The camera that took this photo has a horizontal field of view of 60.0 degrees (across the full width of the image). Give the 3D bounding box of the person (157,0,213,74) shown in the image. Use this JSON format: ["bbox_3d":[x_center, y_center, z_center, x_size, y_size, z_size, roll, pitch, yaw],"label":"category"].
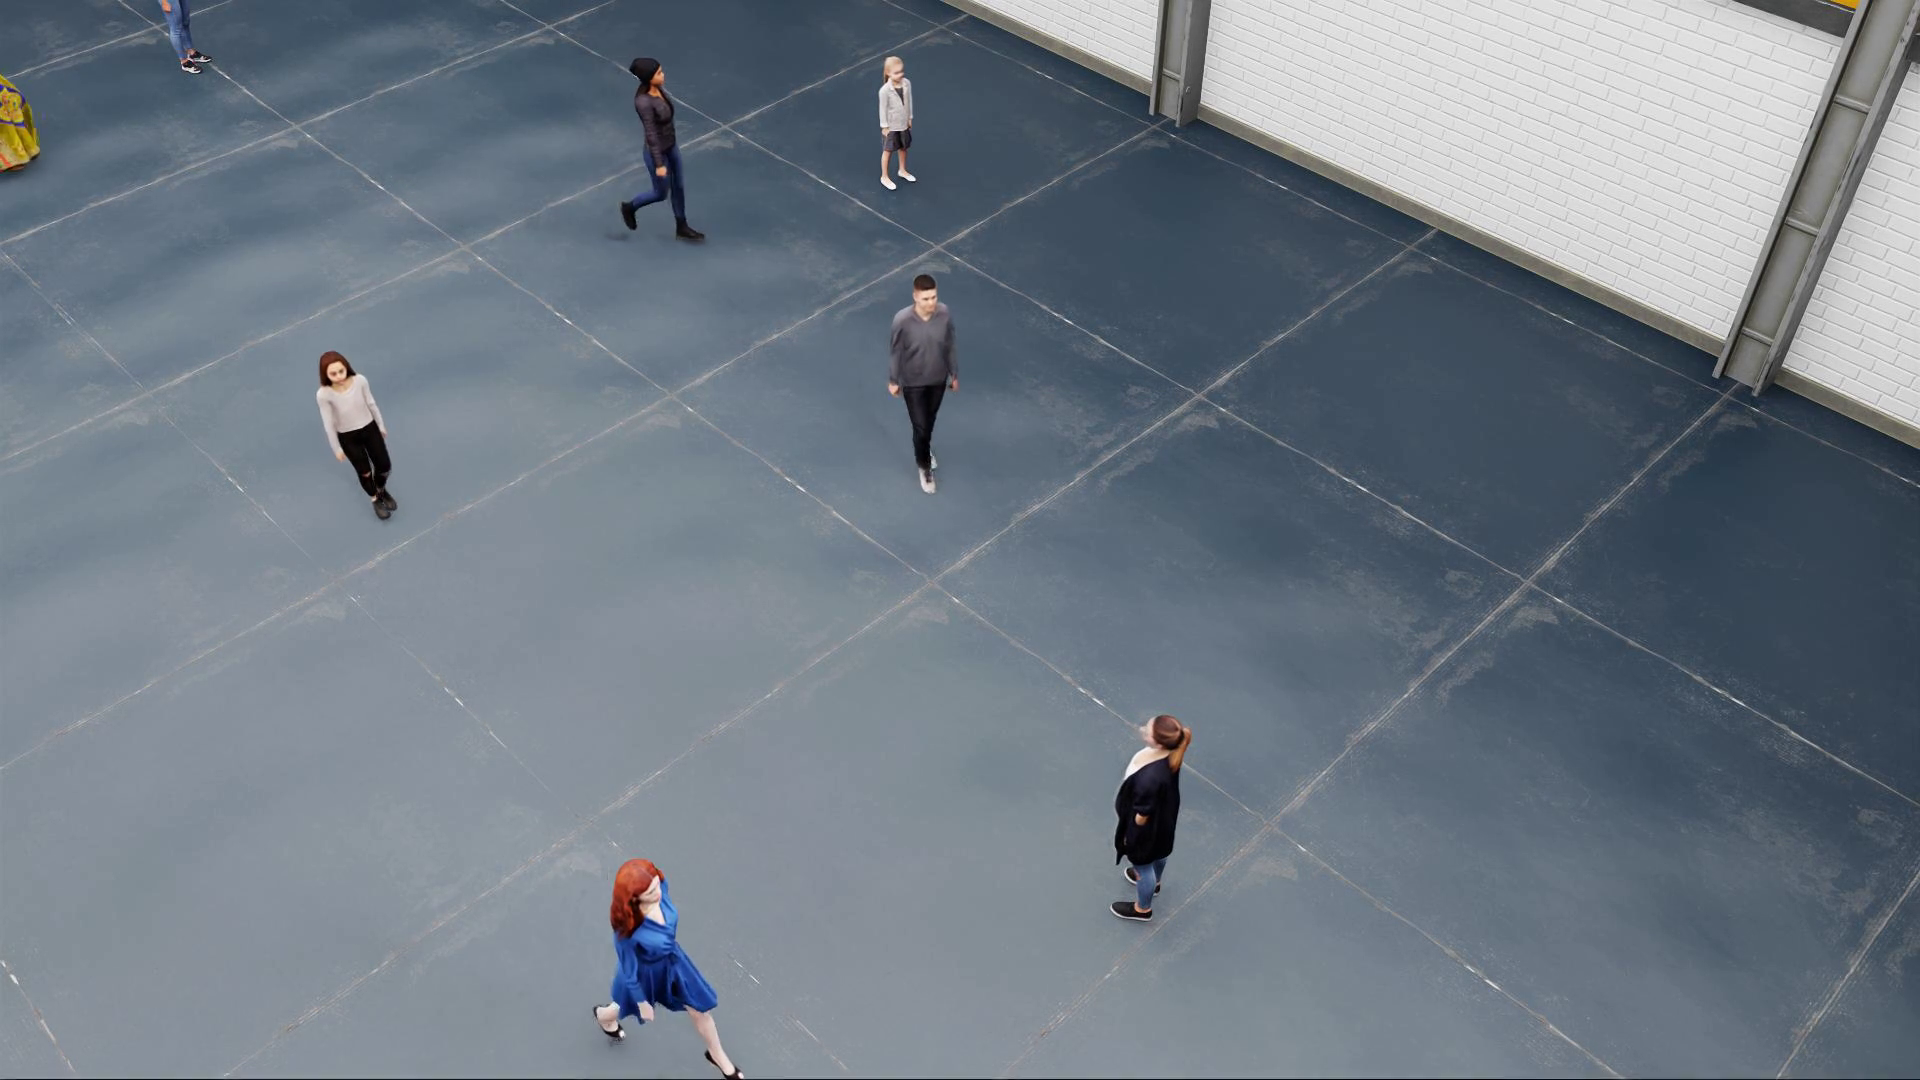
[{"bbox_3d":[-7.985,-5.541,16.790,0.766,1.617,0.716,4,44,4],"label":"person"}]

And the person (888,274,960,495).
[{"bbox_3d":[-0.295,-1.232,12.175,0.786,1.743,0.888,-19,47,-19],"label":"person"}]

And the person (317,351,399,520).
[{"bbox_3d":[-4.335,-0.788,11.904,0.586,1.475,0.543,-28,50,-26],"label":"person"}]

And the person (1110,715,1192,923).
[{"bbox_3d":[1.074,1.545,9.306,0.665,1.680,0.678,18,47,18],"label":"person"}]

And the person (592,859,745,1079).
[{"bbox_3d":[-1.660,2.190,8.553,1.215,1.785,0.879,19,47,19],"label":"person"}]

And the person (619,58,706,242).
[{"bbox_3d":[-2.666,-3.345,14.403,1.092,1.731,0.923,10,44,10],"label":"person"}]

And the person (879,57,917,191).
[{"bbox_3d":[-0.590,-3.844,15.258,0.528,1.273,0.547,-27,50,-26],"label":"person"}]
